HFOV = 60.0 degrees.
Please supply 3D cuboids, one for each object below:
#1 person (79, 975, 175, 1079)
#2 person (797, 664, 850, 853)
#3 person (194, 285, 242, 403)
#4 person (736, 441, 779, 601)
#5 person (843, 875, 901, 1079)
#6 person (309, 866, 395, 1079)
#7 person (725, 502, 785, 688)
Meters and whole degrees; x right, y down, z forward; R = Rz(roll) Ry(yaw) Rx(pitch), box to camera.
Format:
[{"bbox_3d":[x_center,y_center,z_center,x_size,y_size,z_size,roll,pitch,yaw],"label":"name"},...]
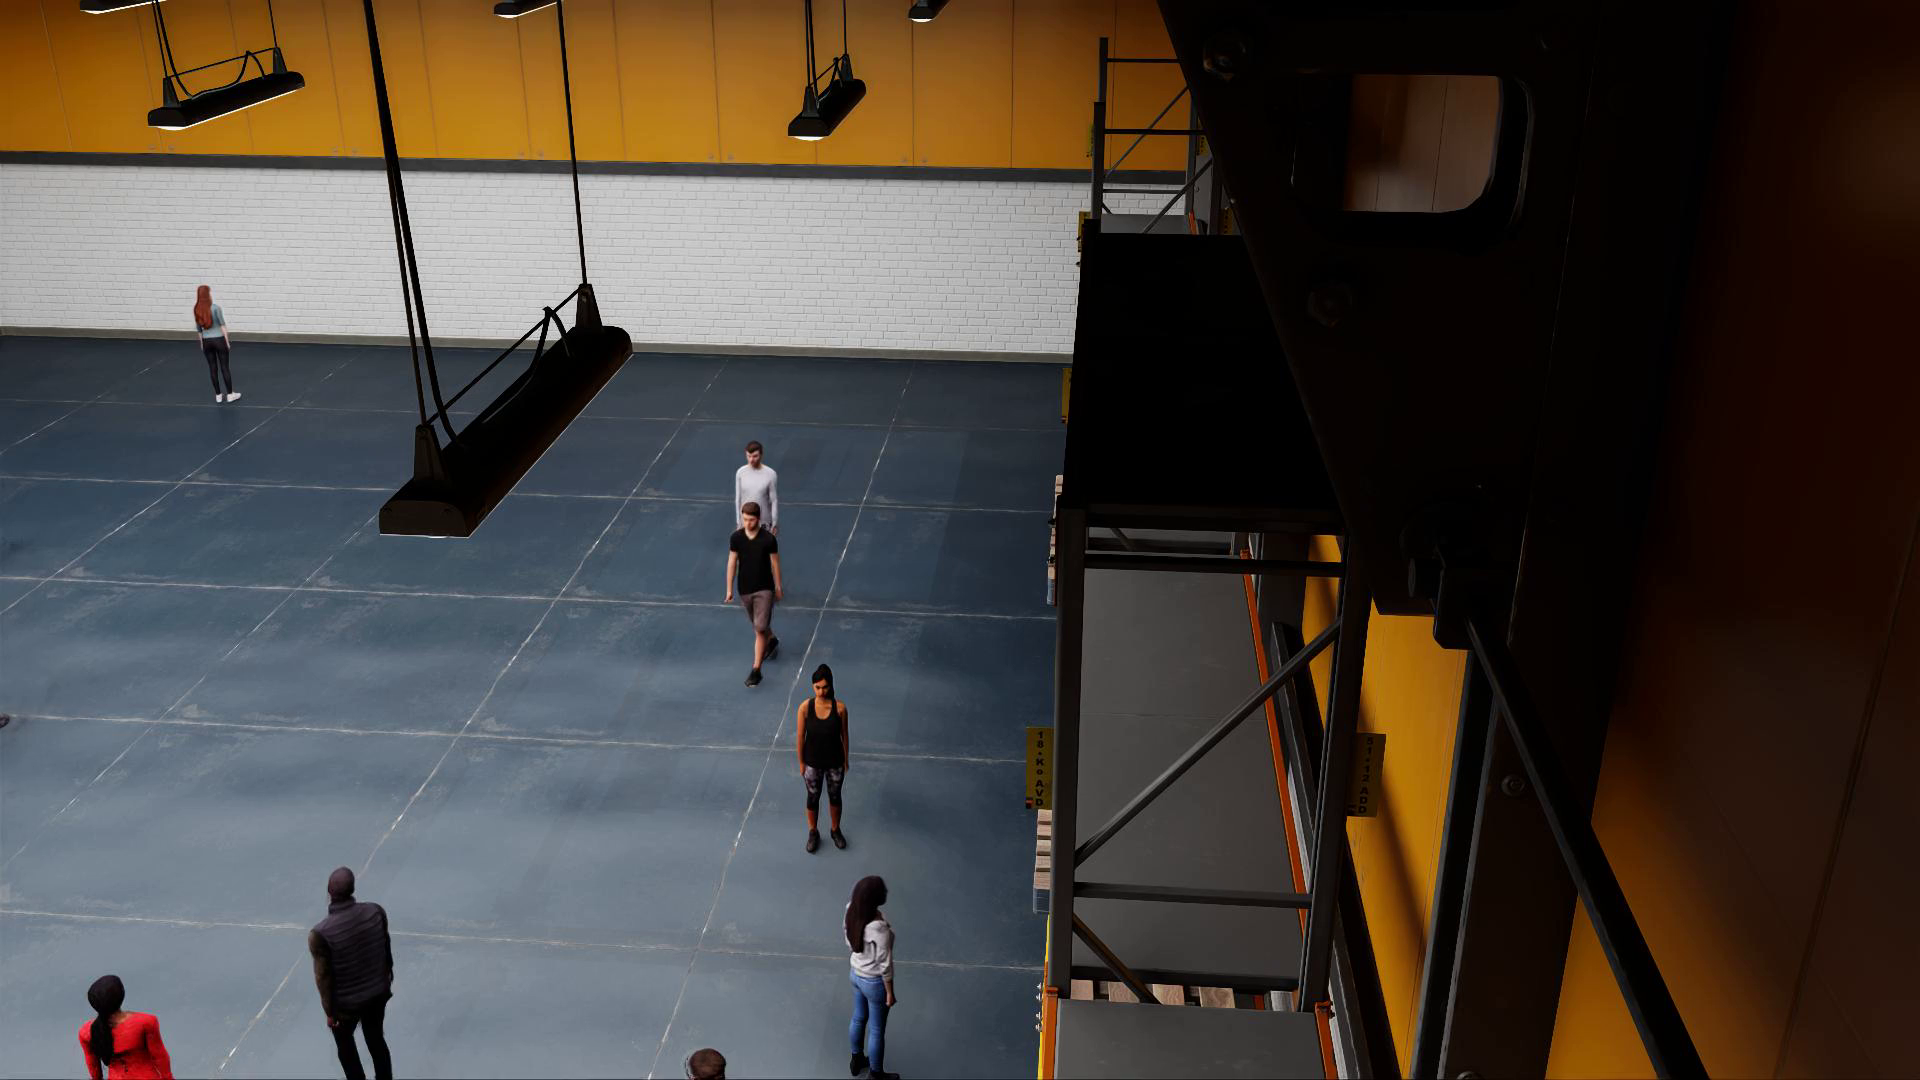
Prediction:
[{"bbox_3d":[-4.963,3.416,9.978,0.720,1.773,0.749,-5,24,-11],"label":"person"},{"bbox_3d":[-1.130,1.804,13.805,0.624,1.661,0.585,-4,24,-8],"label":"person"},{"bbox_3d":[-10.949,-2.881,24.422,0.575,1.742,0.542,1,24,2],"label":"person"},{"bbox_3d":[-2.218,-0.214,18.188,0.623,1.847,0.527,3,24,7],"label":"person"},{"bbox_3d":[-0.608,2.958,11.202,0.732,1.631,0.665,-18,29,-35],"label":"person"},{"bbox_3d":[-3.907,3.022,10.850,0.930,1.796,0.864,16,28,33],"label":"person"},{"bbox_3d":[-2.005,0.455,16.691,0.864,1.821,1.269,7,24,15],"label":"person"}]
